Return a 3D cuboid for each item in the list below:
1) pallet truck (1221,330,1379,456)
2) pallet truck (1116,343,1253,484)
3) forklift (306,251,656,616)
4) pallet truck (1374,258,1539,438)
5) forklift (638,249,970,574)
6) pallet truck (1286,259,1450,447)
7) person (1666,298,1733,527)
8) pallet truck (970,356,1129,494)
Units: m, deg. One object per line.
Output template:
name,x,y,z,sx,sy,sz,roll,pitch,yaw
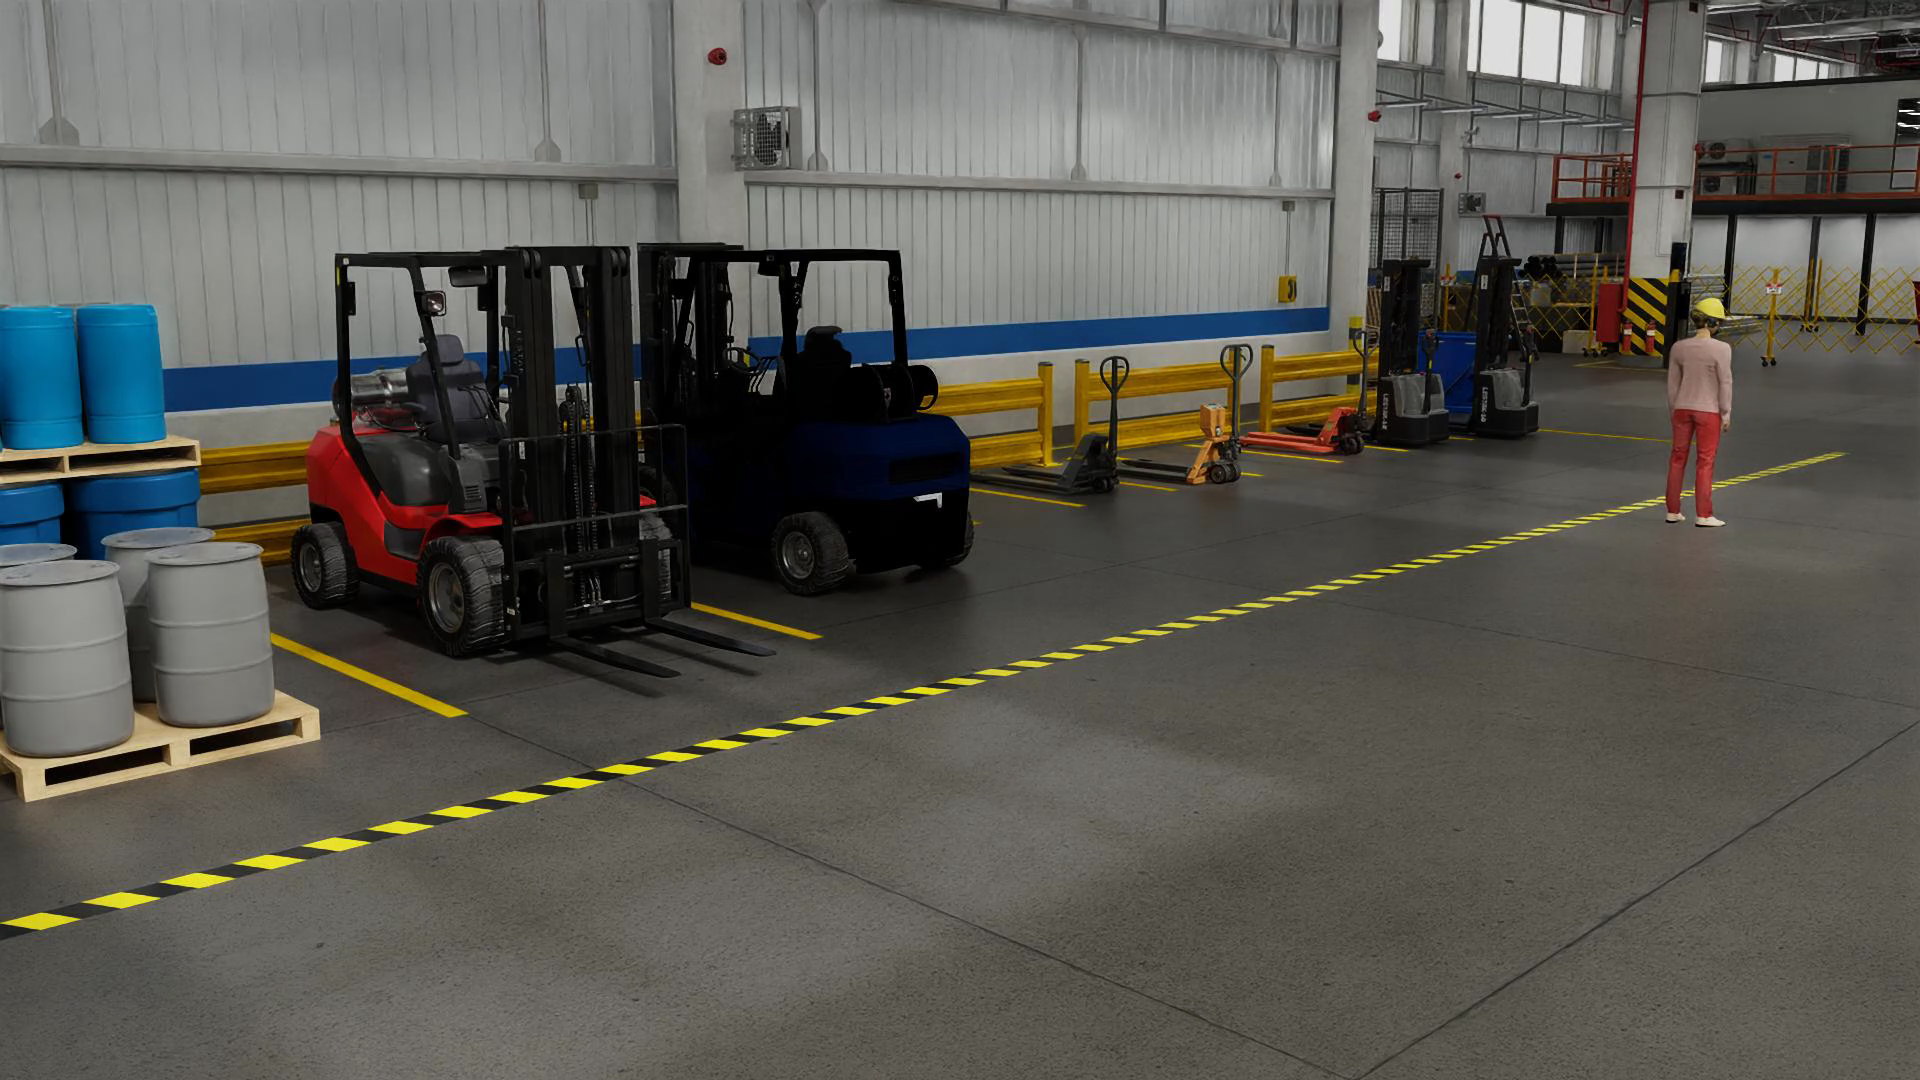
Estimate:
pallet truck,3.563,-1.581,17.381,0.653,1.274,1.630,-10,14,-44
pallet truck,1.962,-1.215,15.415,1.522,1.261,0.704,10,14,43
forklift,-2.833,-0.669,9.694,1.157,1.987,2.680,-10,14,-44
pallet truck,5.704,-2.208,18.901,1.885,1.965,0.823,10,14,43
forklift,-1.173,-0.958,11.239,2.680,1.987,1.157,10,14,43
pallet truck,4.493,-2.078,18.196,0.823,1.965,1.885,-9,14,-40
person,5.720,-0.980,12.860,0.328,1.760,0.523,-7,12,-33
pallet truck,0.784,-1.085,14.876,0.680,1.201,1.601,-10,14,-44
